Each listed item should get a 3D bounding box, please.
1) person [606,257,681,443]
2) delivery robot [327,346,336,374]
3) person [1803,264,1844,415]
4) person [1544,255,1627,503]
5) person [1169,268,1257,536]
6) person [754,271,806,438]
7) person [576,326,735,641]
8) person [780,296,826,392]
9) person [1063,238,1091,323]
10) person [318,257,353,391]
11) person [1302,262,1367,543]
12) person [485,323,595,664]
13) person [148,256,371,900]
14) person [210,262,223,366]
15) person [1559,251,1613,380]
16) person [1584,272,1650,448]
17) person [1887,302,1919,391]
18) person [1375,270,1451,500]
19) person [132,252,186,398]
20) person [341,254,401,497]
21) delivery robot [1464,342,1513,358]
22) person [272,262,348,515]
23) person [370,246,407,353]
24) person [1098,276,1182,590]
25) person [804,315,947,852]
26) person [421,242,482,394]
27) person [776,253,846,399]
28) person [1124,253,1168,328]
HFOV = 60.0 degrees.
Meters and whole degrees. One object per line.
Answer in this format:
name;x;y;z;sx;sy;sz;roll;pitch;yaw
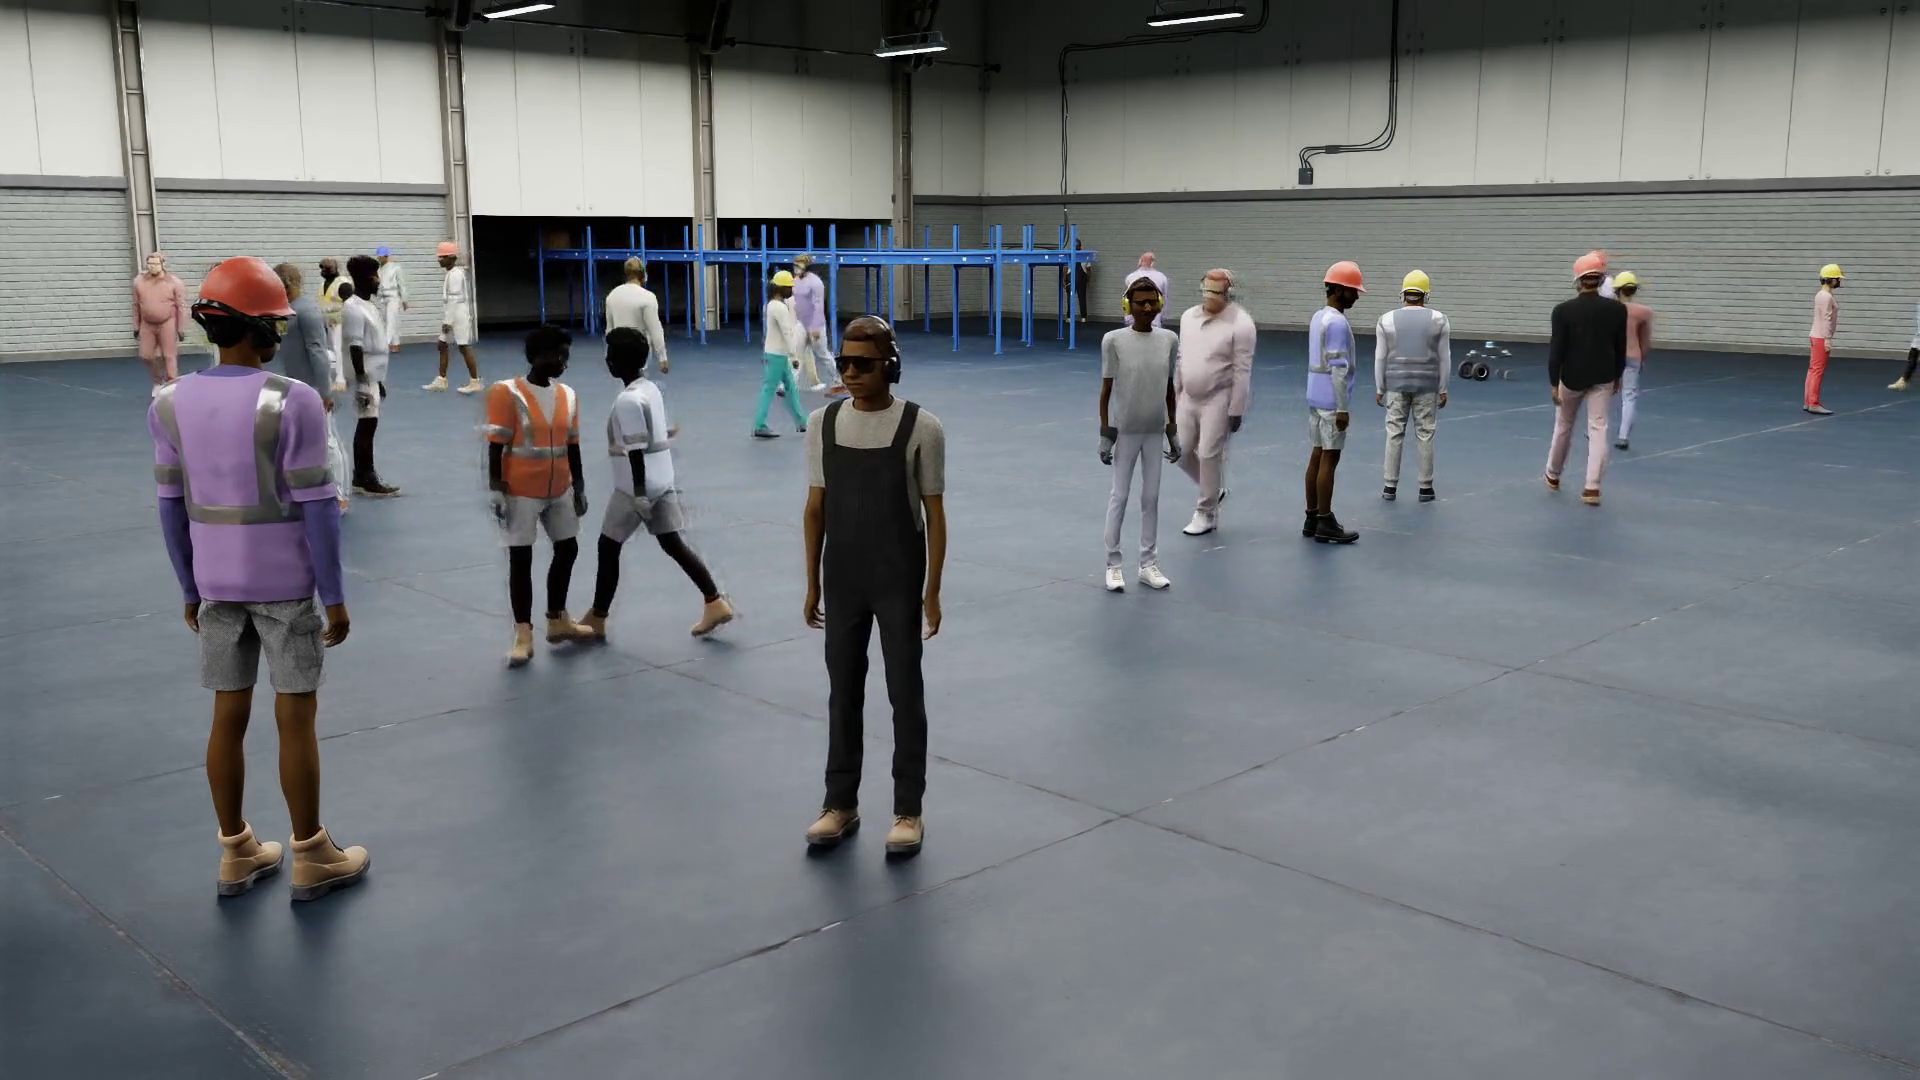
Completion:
person;-3.057;-1.790;16.180;0.656;1.892;0.973;9;14;39
delivery robot;-8.995;-2.512;23.639;0.707;0.478;0.477;-4;11;-19
person;10.298;-2.394;19.822;0.309;1.764;0.524;3;11;16
person;5.043;-1.311;13.441;0.623;1.943;0.980;2;11;10
person;1.780;-0.979;11.796;0.462;1.882;0.678;-10;14;-42
person;-1.794;-1.946;17.457;0.846;1.725;0.553;-3;11;-16
person;-1.625;-0.294;8.698;0.893;1.648;0.519;2;11;9
person;-2.158;-2.767;22.346;0.509;1.588;0.854;6;12;30
person;2.826;-6.318;40.595;0.684;2.000;0.535;-1;10;-5
person;-8.483;-2.990;22.973;0.656;1.817;0.764;9;13;39
person;2.607;-0.962;11.581;0.374;1.928;0.542;-1;10;-4
person;-2.112;-0.241;8.349;0.315;1.678;0.618;9;14;40
person;-2.230;0.130;5.316;0.607;2.044;0.378;2;11;12
person;-8.053;-2.202;18.640;0.804;1.812;0.663;-1;10;-4
person;9.079;-3.191;23.881;1.018;1.887;0.543;-3;11;-14
person;6.626;-1.821;16.766;0.552;1.730;0.798;0;10;0
person;13.180;-2.841;22.590;0.857;1.652;0.540;0;10;2
person;3.629;-1.240;13.357;0.588;1.833;0.404;3;11;17
person;-10.296;-2.740;21.373;0.675;1.891;0.427;-1;10;-7
person;-4.835;-1.346;13.580;0.373;1.964;0.608;-2;11;-11
delivery robot;7.818;-2.813;24.573;0.698;0.223;0.335;-2;11;-11
person;-4.924;-1.130;12.595;0.410;1.905;0.787;-8;13;-39
person;-10.300;-4.284;29.756;0.642;1.899;0.966;3;11;14
person;1.081;-0.635;9.970;0.532;1.865;0.311;-3;11;-17
person;-0.297;0.157;5.702;0.506;1.845;0.342;3;11;17
person;-6.829;-2.934;22.089;0.899;2.006;0.632;-4;11;-21
person;-1.938;-2.766;21.564;1.049;1.881;0.668;-10;14;-44
person;2.689;-3.241;24.254;0.653;1.841;0.996;-1;10;-5
